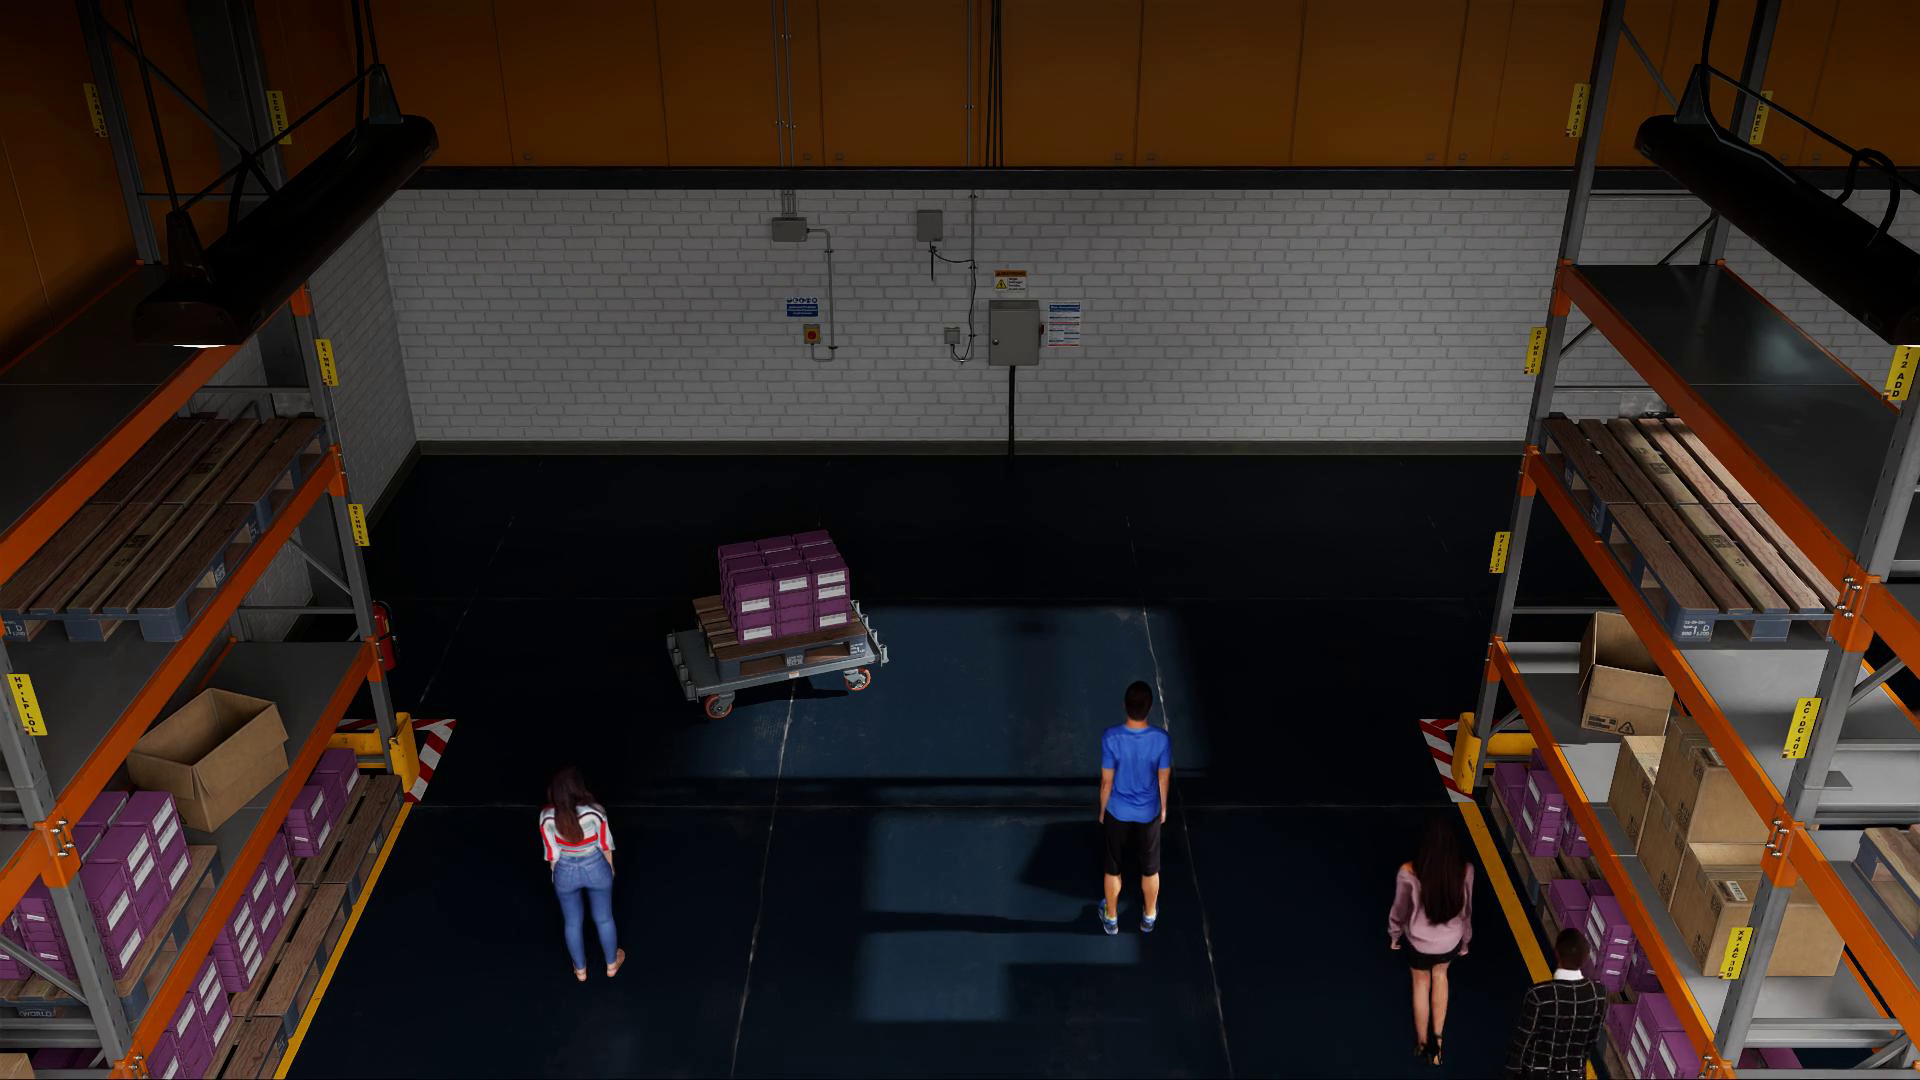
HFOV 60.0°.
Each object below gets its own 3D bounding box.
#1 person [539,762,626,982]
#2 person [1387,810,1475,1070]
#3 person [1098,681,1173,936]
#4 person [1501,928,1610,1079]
[{"bbox_3d":[-2.361,2.066,10.372,0.614,1.614,0.550,-4,29,-7],"label":"person"},{"bbox_3d":[2.728,2.395,9.584,0.636,1.790,0.658,3,29,6],"label":"person"},{"bbox_3d":[1.111,1.739,10.705,0.601,1.868,0.551,1,29,2],"label":"person"},{"bbox_3d":[3.101,2.884,8.687,0.786,1.790,0.912,-2,29,-3],"label":"person"}]
